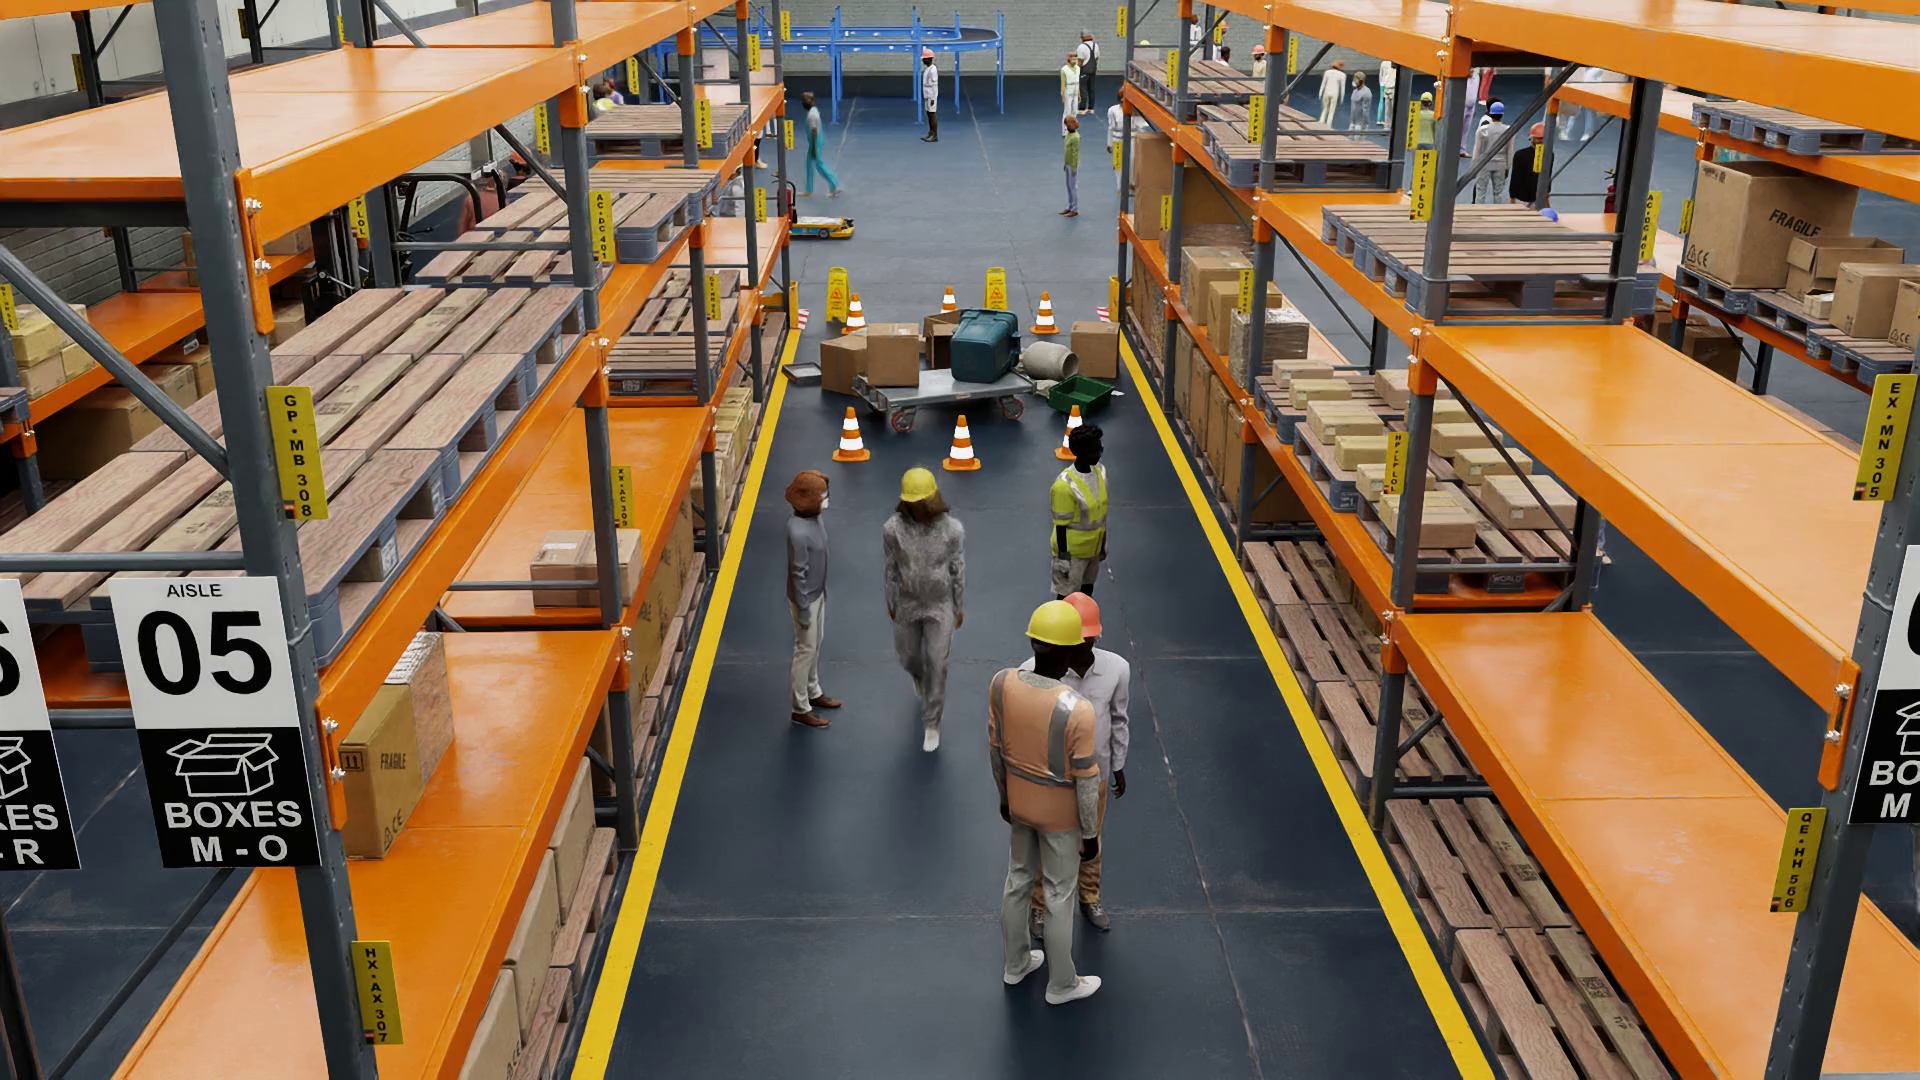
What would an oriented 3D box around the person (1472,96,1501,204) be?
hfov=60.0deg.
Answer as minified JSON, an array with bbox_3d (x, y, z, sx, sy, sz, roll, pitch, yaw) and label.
[{"bbox_3d":[8.519,-6.227,26.983,0.377,1.917,0.599,8,22,21],"label":"person"}]

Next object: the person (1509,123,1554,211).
[{"bbox_3d":[7.854,-4.729,22.916,0.608,1.996,0.380,-3,21,-8],"label":"person"}]

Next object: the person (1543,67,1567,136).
[{"bbox_3d":[13.187,-9.883,36.477,0.700,2.000,0.536,-1,21,-2],"label":"person"}]

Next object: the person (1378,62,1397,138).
[{"bbox_3d":[9.450,-9.704,36.292,0.403,1.834,0.589,-11,23,-26],"label":"person"}]

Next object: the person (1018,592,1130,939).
[{"bbox_3d":[0.537,1.068,7.925,0.562,1.756,0.318,-4,21,-11],"label":"person"}]

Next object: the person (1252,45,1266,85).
[{"bbox_3d":[6.620,-9.982,36.907,0.404,1.928,0.545,-7,22,-19],"label":"person"}]

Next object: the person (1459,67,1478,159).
[{"bbox_3d":[10.098,-8.595,33.259,0.654,1.906,0.408,-14,25,-33],"label":"person"}]

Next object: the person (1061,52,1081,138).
[{"bbox_3d":[2.395,-9.678,36.231,0.400,1.832,0.574,18,27,39],"label":"person"}]

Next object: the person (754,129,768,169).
[{"bbox_3d":[-3.879,-8.018,32.023,0.322,1.697,0.530,-1,21,-4],"label":"person"}]

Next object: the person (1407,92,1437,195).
[{"bbox_3d":[8.052,-6.880,28.934,0.522,1.759,0.331,4,21,11],"label":"person"}]

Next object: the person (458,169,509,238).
[{"bbox_3d":[-5.554,-3.471,19.813,0.702,1.844,0.856,7,22,19],"label":"person"}]

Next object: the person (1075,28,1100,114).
[{"bbox_3d":[3.038,-11.454,40.627,0.674,2.000,0.535,-18,27,-40],"label":"person"}]

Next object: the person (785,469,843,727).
[{"bbox_3d":[-0.899,0.343,10.029,0.291,1.625,0.504,3,21,7],"label":"person"}]

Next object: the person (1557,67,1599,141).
[{"bbox_3d":[13.338,-9.506,35.704,0.960,1.871,0.608,-14,25,-32],"label":"person"}]

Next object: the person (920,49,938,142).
[{"bbox_3d":[-0.671,-9.542,35.719,0.373,1.935,0.552,-6,21,-15],"label":"person"}]

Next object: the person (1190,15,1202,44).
[{"bbox_3d":[6.769,-14.290,48.341,0.584,1.882,0.345,16,26,36],"label":"person"}]

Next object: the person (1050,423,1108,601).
[{"bbox_3d":[0.766,0.057,10.688,0.319,1.693,0.535,15,25,34],"label":"person"}]

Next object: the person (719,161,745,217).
[{"bbox_3d":[-2.871,-4.024,21.279,0.404,1.830,0.601,-2,21,-7],"label":"person"}]

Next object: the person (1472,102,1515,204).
[{"bbox_3d":[8.254,-5.801,25.837,0.602,1.938,0.426,2,21,4],"label":"person"}]

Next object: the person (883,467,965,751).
[{"bbox_3d":[-0.203,0.347,9.884,0.485,1.722,0.621,2,21,6],"label":"person"}]

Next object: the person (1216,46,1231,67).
[{"bbox_3d":[5.758,-9.933,36.801,0.405,1.908,0.599,-6,22,-16],"label":"person"}]

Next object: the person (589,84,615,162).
[{"bbox_3d":[-6.320,-7.212,29.730,0.717,1.824,0.625,9,22,22],"label":"person"}]

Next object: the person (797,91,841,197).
[{"bbox_3d":[-2.463,-6.823,28.740,0.639,1.851,0.554,-2,21,-5],"label":"person"}]

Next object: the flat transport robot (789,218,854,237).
[{"bbox_3d":[-2.370,-4.811,25.531,1.431,0.197,0.652,1,21,2],"label":"flat transport robot"}]

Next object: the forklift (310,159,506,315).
[{"bbox_3d":[-5.622,-2.910,17.832,2.313,2.155,1.214,-1,21,-1],"label":"forklift"}]

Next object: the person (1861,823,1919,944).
[{"bbox_3d":[4.558,1.052,7.925,0.624,1.783,0.911,0,21,1],"label":"person"}]

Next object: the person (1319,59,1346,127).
[{"bbox_3d":[8.338,-9.925,37.202,0.534,1.591,0.464,12,24,28],"label":"person"}]

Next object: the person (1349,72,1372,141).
[{"bbox_3d":[7.389,-7.689,30.842,0.374,1.929,0.635,-4,21,-11],"label":"person"}]

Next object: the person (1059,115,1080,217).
[{"bbox_3d":[1.796,-6.063,26.961,0.288,1.627,0.506,-5,21,-13],"label":"person"}]

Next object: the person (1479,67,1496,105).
[{"bbox_3d":[13.578,-12.058,42.620,0.523,1.760,0.327,-18,27,-39],"label":"person"}]

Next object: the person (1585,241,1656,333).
[{"bbox_3d":[6.312,-2.119,15.954,0.684,2.000,0.536,-1,21,-3],"label":"person"}]

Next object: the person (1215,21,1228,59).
[{"bbox_3d":[6.732,-12.410,43.150,0.378,2.045,0.605,2,21,5],"label":"person"}]

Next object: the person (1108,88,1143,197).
[{"bbox_3d":[2.867,-6.936,28.951,0.613,1.860,0.618,2,21,6],"label":"person"}]

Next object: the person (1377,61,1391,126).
[{"bbox_3d":[9.890,-10.461,38.383,0.301,1.771,0.533,-11,23,-26],"label":"person"}]

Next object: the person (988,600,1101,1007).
[{"bbox_3d":[0.391,1.176,7.414,0.585,1.920,0.374,18,27,39],"label":"person"}]
